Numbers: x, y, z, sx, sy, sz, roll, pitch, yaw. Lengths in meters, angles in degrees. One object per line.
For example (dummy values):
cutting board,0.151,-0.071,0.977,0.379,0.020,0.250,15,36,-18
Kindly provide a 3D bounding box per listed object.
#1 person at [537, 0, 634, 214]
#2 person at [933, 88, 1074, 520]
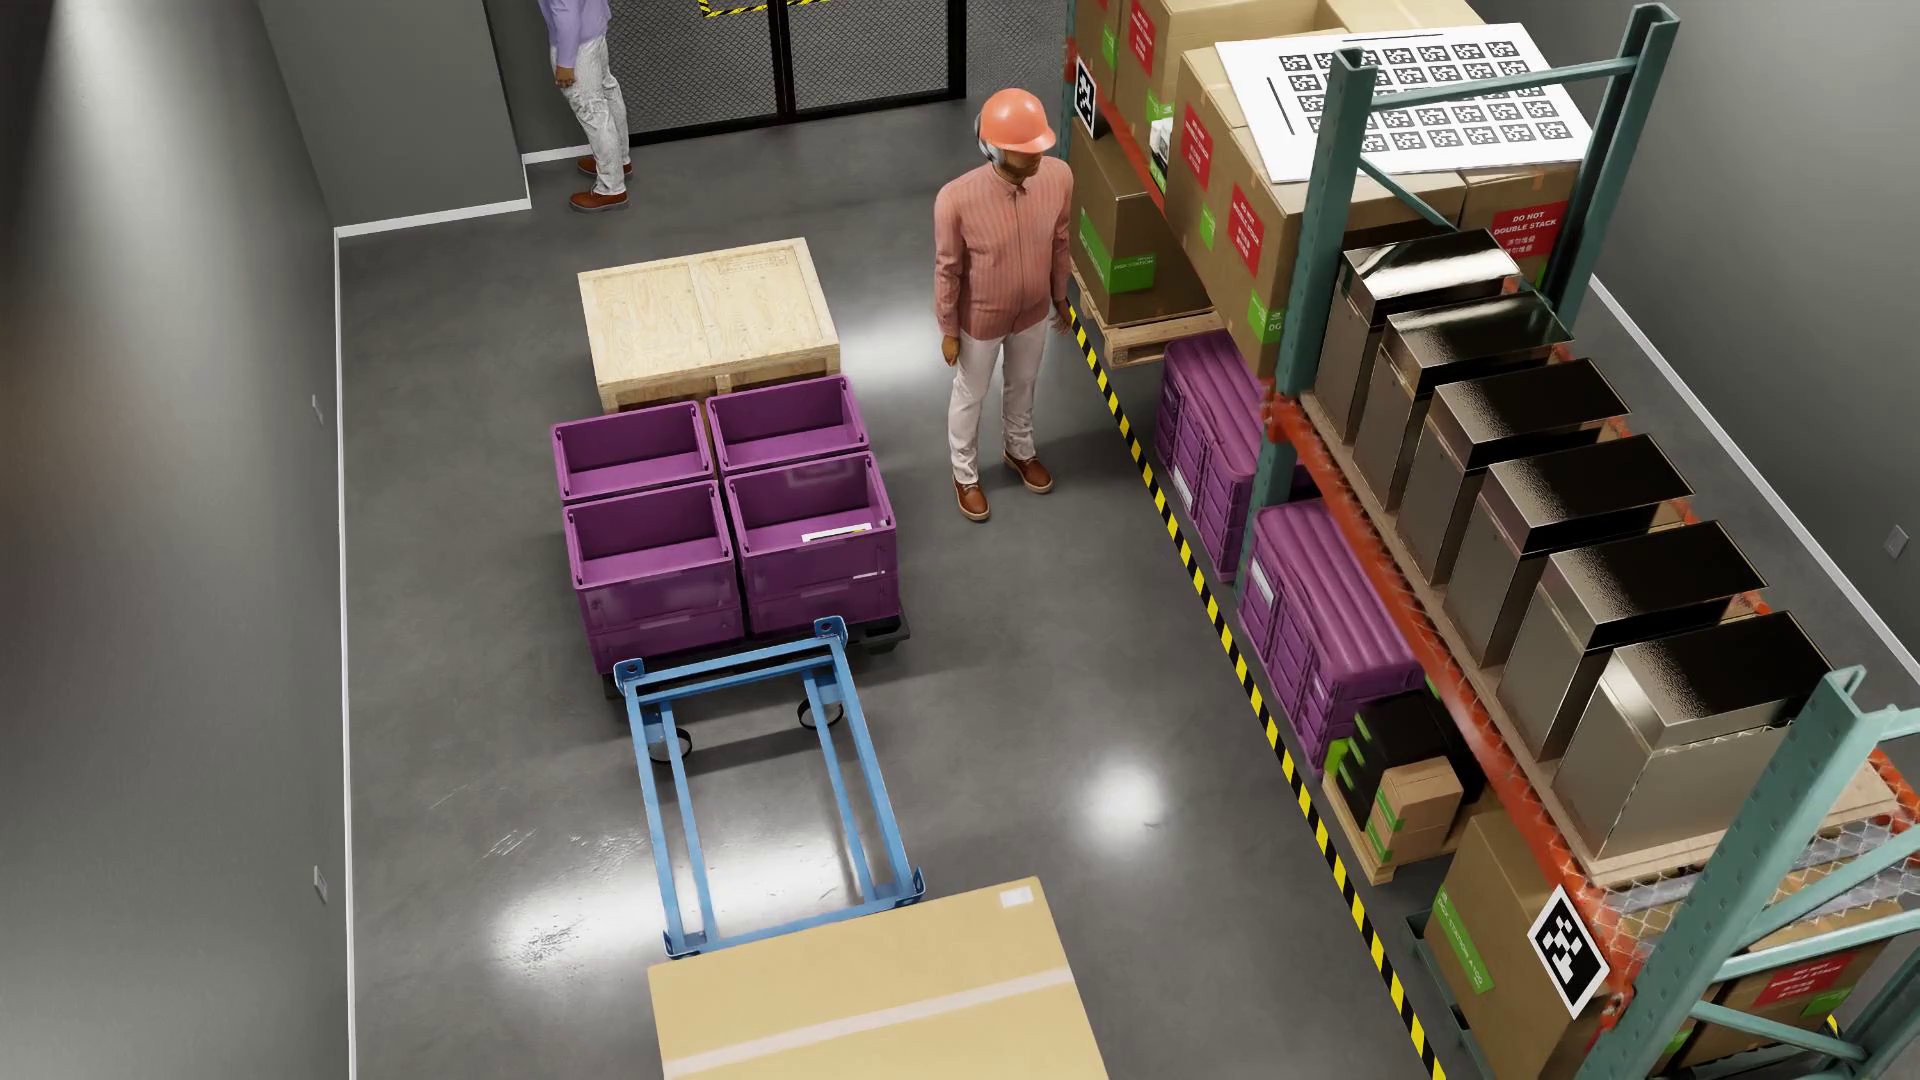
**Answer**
person,-1.896,-2.514,8.195,0.355,1.938,0.636,1,47,1
person,0.182,-0.930,6.701,0.609,1.997,0.373,-22,51,-19
